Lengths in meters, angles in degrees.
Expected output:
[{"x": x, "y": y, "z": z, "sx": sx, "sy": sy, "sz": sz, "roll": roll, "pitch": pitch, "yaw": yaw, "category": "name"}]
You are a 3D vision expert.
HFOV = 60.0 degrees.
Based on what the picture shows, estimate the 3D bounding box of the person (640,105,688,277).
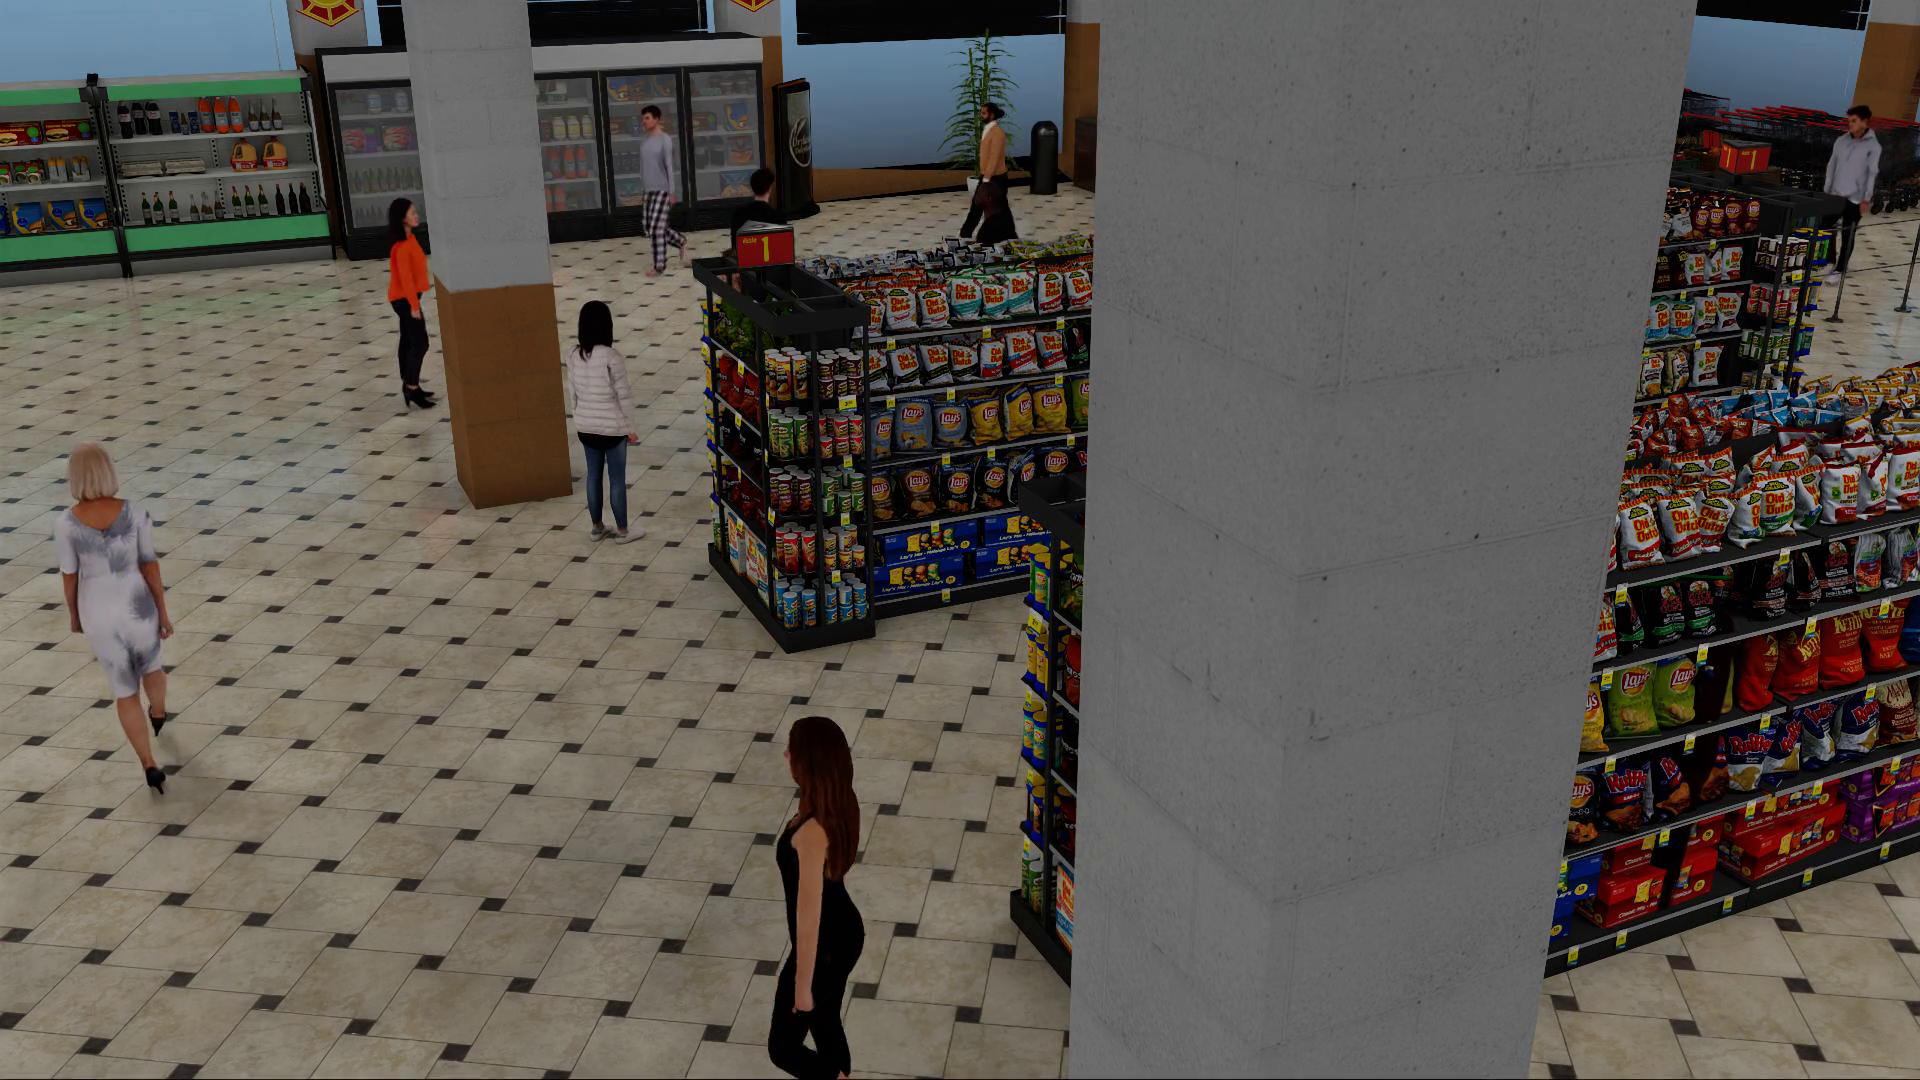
[{"x": -3.280, "y": -3.866, "z": 18.394, "sx": 0.916, "sy": 1.828, "sz": 1.082, "roll": 15, "pitch": 26, "yaw": 33, "category": "person"}]

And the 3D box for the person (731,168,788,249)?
[{"x": -1.713, "y": -2.184, "z": 14.151, "sx": 1.066, "sy": 1.871, "sz": 1.081, "roll": 4, "pitch": 22, "yaw": 11, "category": "person"}]

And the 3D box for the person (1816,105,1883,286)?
[{"x": 9.591, "y": -3.703, "z": 17.870, "sx": 0.733, "sy": 1.915, "sz": 0.779, "roll": -17, "pitch": 27, "yaw": -36, "category": "person"}]

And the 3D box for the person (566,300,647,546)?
[{"x": -2.349, "y": -0.769, "z": 10.942, "sx": 0.696, "sy": 1.636, "sz": 0.752, "roll": 8, "pitch": 23, "yaw": 20, "category": "person"}]

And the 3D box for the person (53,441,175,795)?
[{"x": -3.974, "y": 0.413, "z": 7.903, "sx": 0.980, "sy": 1.709, "sz": 0.693, "roll": -12, "pitch": 25, "yaw": -27, "category": "person"}]

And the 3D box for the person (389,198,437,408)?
[{"x": -4.586, "y": -1.961, "z": 13.773, "sx": 0.639, "sy": 1.737, "sz": 0.670, "roll": -6, "pitch": 23, "yaw": -14, "category": "person"}]

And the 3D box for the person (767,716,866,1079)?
[{"x": -0.381, "y": 1.373, "z": 5.504, "sx": 0.864, "sy": 1.717, "sz": 0.791, "roll": 5, "pitch": 22, "yaw": 12, "category": "person"}]

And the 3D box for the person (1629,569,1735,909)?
[{"x": 2.891, "y": 0.782, "z": 6.919, "sx": 0.755, "sy": 1.758, "sz": 0.749, "roll": 19, "pitch": 28, "yaw": 38, "category": "person"}]

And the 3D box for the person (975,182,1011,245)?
[{"x": 0.279, "y": -2.114, "z": 14.047, "sx": 0.711, "sy": 1.818, "sz": 0.740, "roll": 1, "pitch": 22, "yaw": 1, "category": "person"}]

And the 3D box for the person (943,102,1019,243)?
[{"x": 0.461, "y": -4.158, "z": 19.273, "sx": 1.113, "sy": 1.714, "sz": 0.689, "roll": -8, "pitch": 23, "yaw": -20, "category": "person"}]

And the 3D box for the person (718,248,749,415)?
[{"x": -1.401, "y": -1.148, "z": 11.650, "sx": 0.701, "sy": 1.812, "sz": 0.677, "roll": -18, "pitch": 28, "yaw": -38, "category": "person"}]
